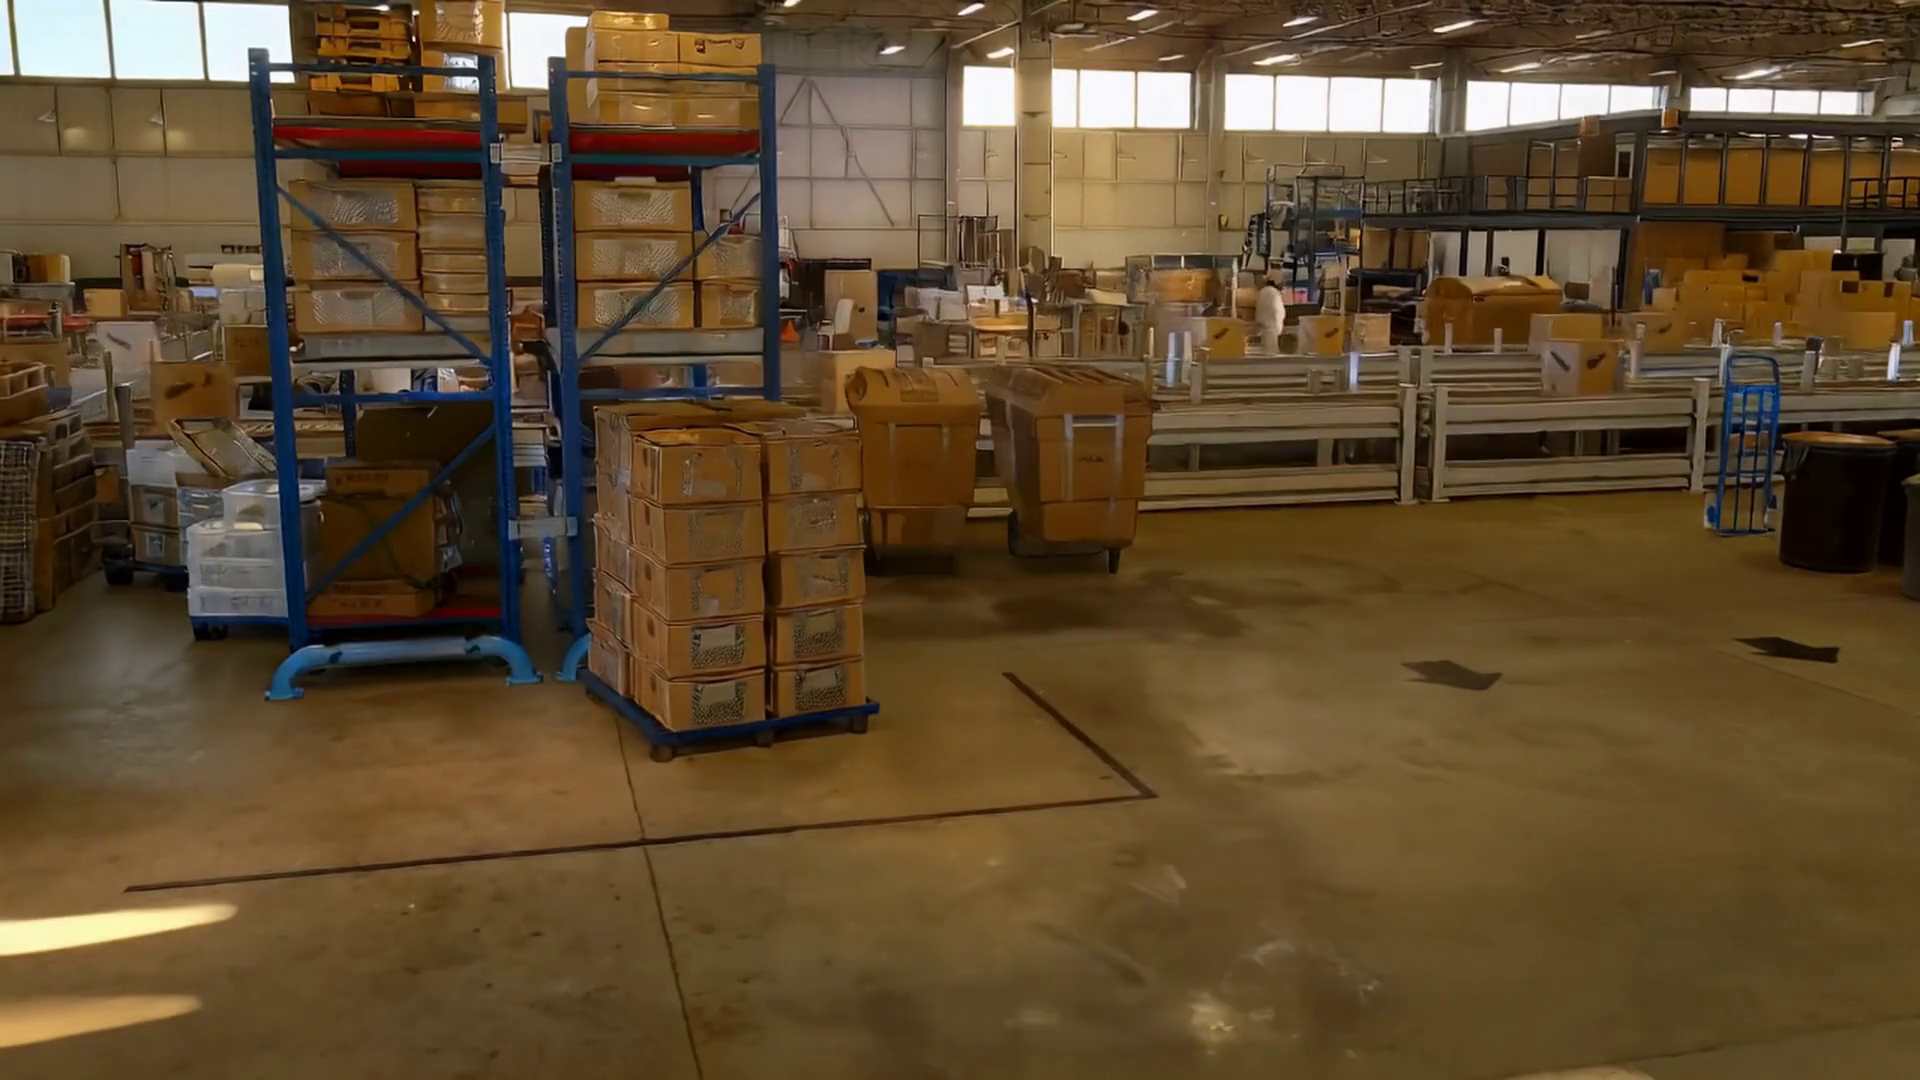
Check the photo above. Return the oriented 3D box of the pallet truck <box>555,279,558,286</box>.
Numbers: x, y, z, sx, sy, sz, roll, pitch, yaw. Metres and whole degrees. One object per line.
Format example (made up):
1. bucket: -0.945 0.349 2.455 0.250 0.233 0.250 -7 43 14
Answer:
1. pallet truck: -10.604 -6.375 44.520 0.653 1.274 1.630 -3 10 -15

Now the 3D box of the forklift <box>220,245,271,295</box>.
1. forklift: -17.749 -6.334 41.440 1.157 1.987 2.680 -3 10 -17

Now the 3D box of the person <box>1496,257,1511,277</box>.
1. person: 17.452 -8.210 53.508 0.517 1.810 0.948 -3 10 -17

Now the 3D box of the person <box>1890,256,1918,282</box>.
1. person: 24.340 -6.401 43.031 0.608 1.871 0.960 1 10 7

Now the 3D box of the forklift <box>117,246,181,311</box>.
1. forklift: -19.966 -6.232 40.894 1.157 1.987 2.680 -3 10 -15

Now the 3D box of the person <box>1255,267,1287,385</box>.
1. person: 4.572 -3.139 24.732 0.590 1.819 0.599 -3 10 -15

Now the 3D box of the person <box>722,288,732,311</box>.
1. person: -4.063 -4.227 30.369 0.608 2.018 0.794 -4 11 -24

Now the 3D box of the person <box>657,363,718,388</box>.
1. person: -4.091 -3.189 24.827 0.829 1.883 0.643 -3 10 -16
